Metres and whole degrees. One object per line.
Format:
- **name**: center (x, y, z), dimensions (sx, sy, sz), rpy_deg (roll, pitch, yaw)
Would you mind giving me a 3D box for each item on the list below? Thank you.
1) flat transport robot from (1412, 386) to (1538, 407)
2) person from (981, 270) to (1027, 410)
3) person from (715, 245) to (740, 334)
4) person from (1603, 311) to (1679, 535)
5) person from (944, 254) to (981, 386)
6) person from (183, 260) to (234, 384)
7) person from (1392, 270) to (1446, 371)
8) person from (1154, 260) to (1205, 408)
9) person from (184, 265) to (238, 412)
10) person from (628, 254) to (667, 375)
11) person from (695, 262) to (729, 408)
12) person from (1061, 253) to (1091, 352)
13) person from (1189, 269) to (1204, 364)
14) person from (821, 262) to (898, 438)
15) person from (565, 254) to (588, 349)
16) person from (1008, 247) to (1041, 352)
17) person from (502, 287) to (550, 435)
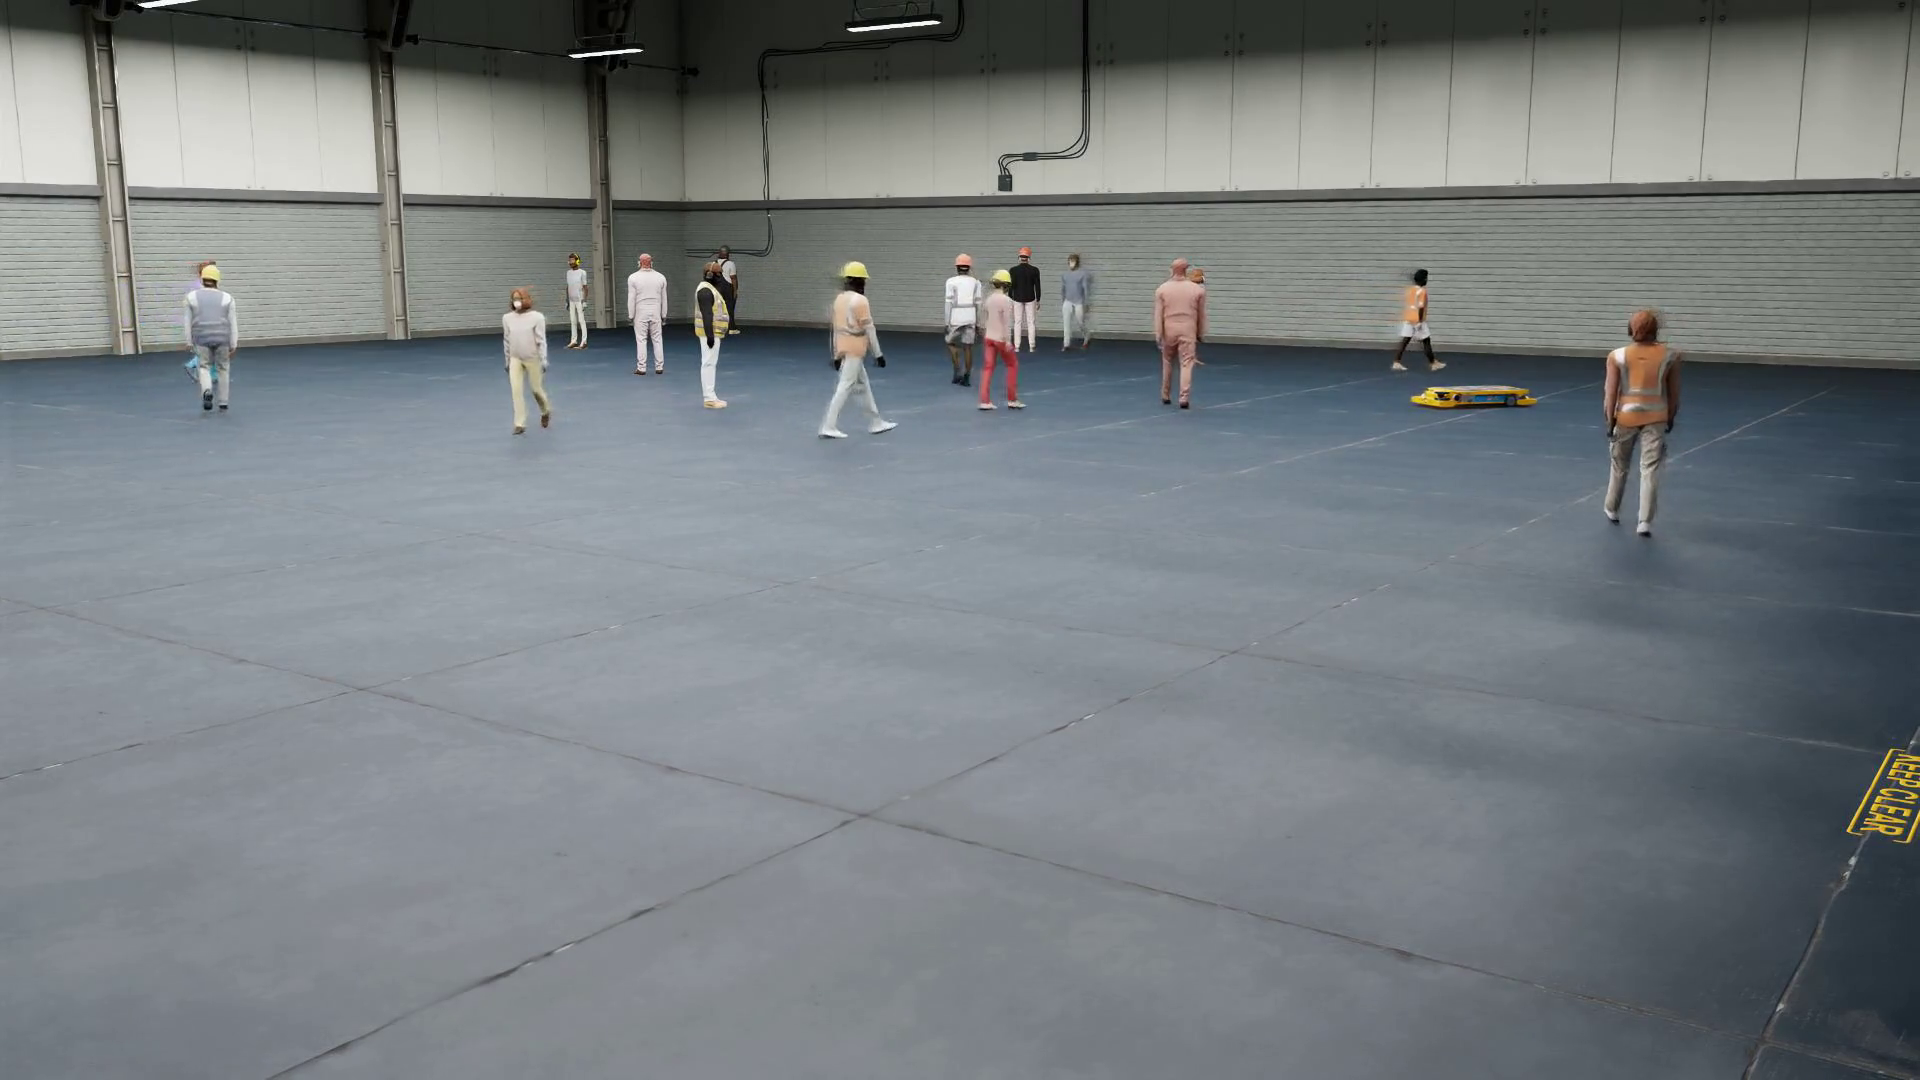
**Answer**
- **flat transport robot**: center (6.591, -1.847, 21.292), dimensions (1.431, 0.197, 0.652), rpy_deg (-3, 11, -16)
- **person**: center (0.545, -2.492, 20.784), dimensions (0.725, 1.736, 0.547), rpy_deg (-8, 13, -36)
- **person**: center (-5.352, -5.753, 38.212), dimensions (0.689, 2.000, 0.539), rpy_deg (6, 12, 30)
- **person**: center (4.917, -0.854, 12.039), dimensions (0.517, 1.591, 0.872), rpy_deg (3, 11, 16)
- **person**: center (0.029, -3.197, 24.231), dimensions (0.581, 1.917, 0.474), rpy_deg (-3, 11, -19)
- **person**: center (-11.078, -3.188, 24.419), dimensions (0.575, 1.832, 0.583), rpy_deg (-5, 11, -25)
- **person**: center (7.459, -3.559, 27.008), dimensions (0.875, 1.644, 0.533), rpy_deg (-2, 10, -13)
- **person**: center (2.796, -2.623, 21.200), dimensions (0.639, 1.858, 1.003), rpy_deg (1, 10, 5)
- **person**: center (-9.148, -2.451, 20.355), dimensions (0.603, 1.810, 0.510), rpy_deg (-4, 11, -21)
- **person**: center (-4.970, -3.574, 26.385), dimensions (0.654, 1.906, 0.408), rpy_deg (-6, 12, -30)
- **person**: center (-3.133, -2.586, 21.052), dimensions (0.430, 1.838, 0.619), rpy_deg (-1, 10, -4)
- **person**: center (2.258, -4.589, 32.119), dimensions (0.630, 1.904, 0.931), rpy_deg (6, 12, 29)
- **person**: center (4.088, -3.861, 28.748), dimensions (0.279, 1.636, 0.499), rpy_deg (0, 10, 2)
- **person**: center (-1.111, -2.034, 17.850), dimensions (0.995, 1.876, 0.587), rpy_deg (-6, 12, -29)
- **person**: center (-7.591, -4.709, 32.860), dimensions (0.532, 1.866, 0.321), rpy_deg (5, 11, 26)
- **person**: center (1.238, -4.607, 31.925), dimensions (0.622, 1.992, 0.396), rpy_deg (1, 10, 5)
- **person**: center (-4.756, -1.979, 18.279), dimensions (0.508, 1.607, 0.695), rpy_deg (1, 10, 7)
